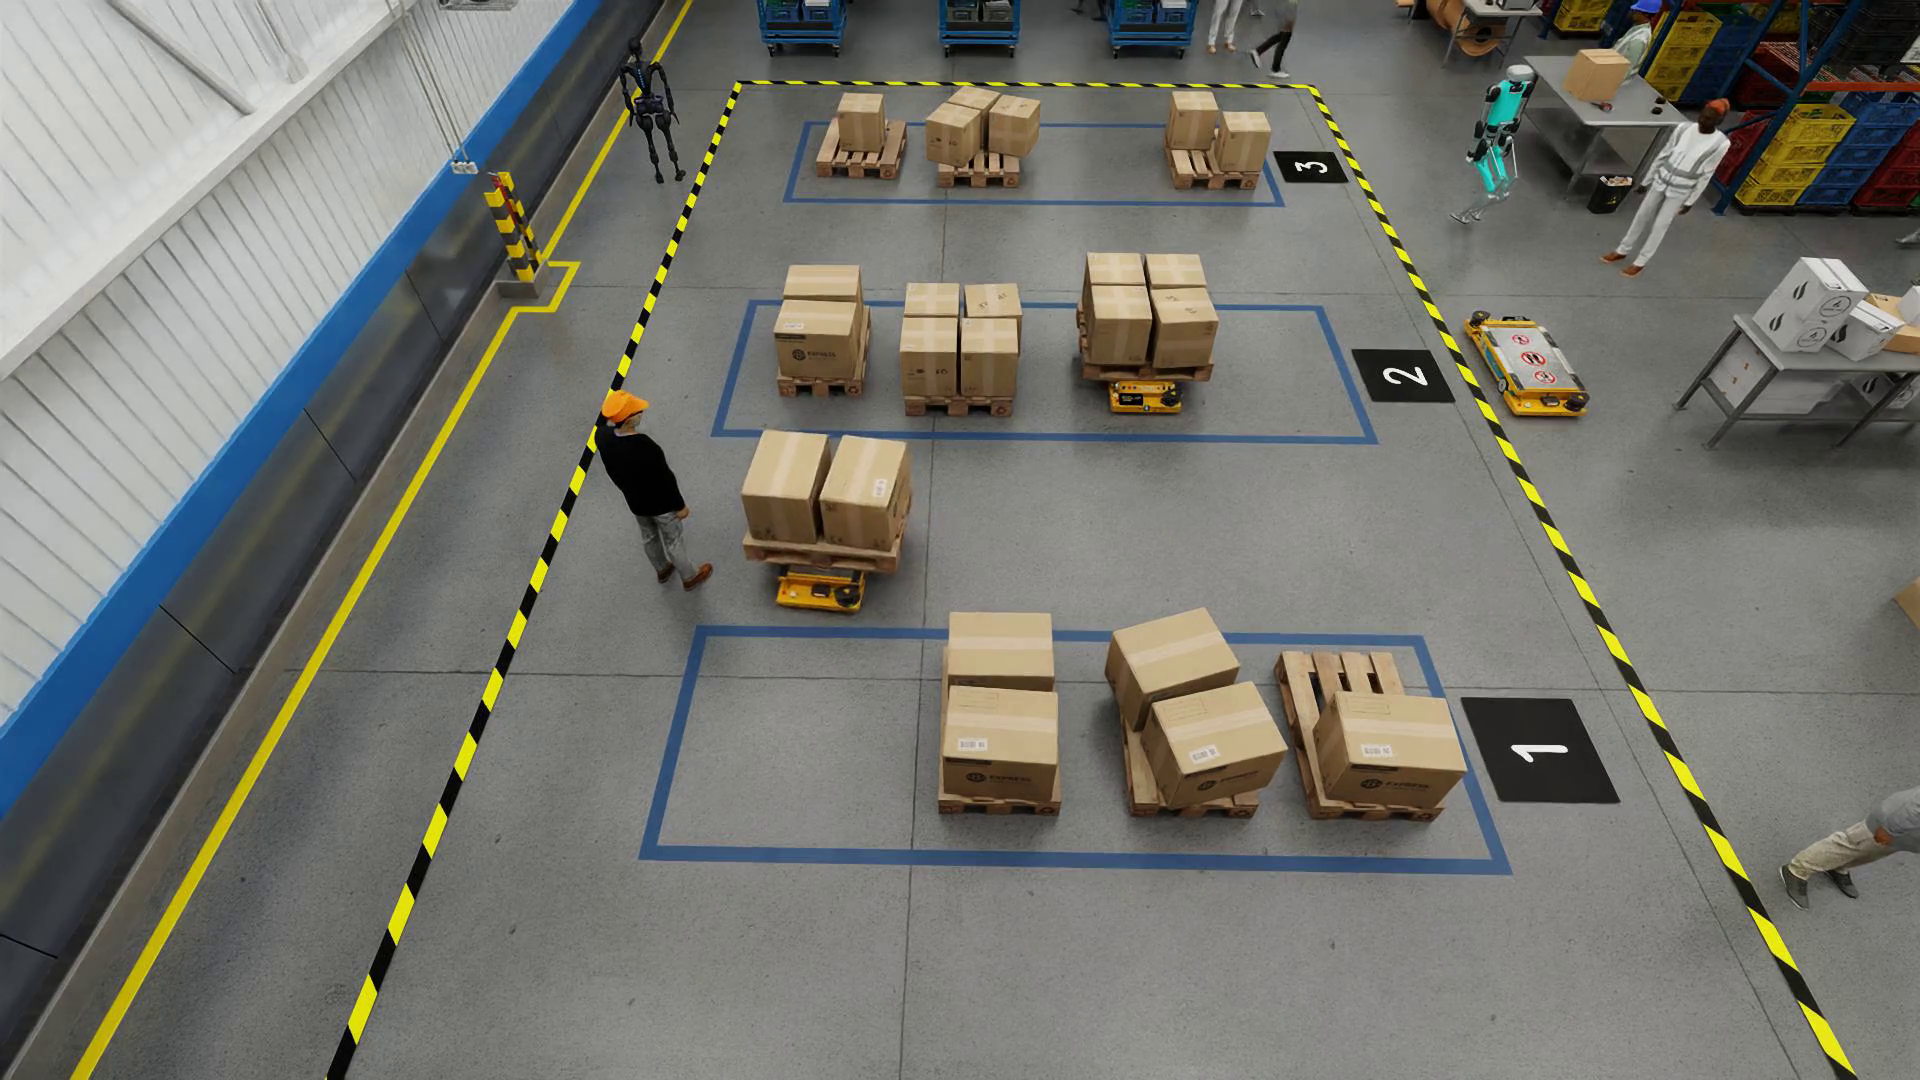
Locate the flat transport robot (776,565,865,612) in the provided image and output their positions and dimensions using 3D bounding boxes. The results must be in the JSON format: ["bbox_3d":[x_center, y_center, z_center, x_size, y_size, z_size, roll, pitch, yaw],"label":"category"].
[{"bbox_3d":[-1.039,-0.054,7.562,0.652,0.197,1.431,5,49,4],"label":"flat transport robot"}]

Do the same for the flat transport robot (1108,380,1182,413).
[{"bbox_3d":[1.773,-1.807,9.079,0.652,0.197,1.431,1,49,1],"label":"flat transport robot"}]

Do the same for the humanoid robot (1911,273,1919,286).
[{"bbox_3d":[10.569,-3.352,9.395,0.533,1.695,0.730,5,49,4],"label":"humanoid robot"}]

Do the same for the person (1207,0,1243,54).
[{"bbox_3d":[4.066,-8.255,13.638,0.632,1.842,0.429,-11,50,-10],"label":"person"}]

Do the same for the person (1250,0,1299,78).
[{"bbox_3d":[4.610,-7.528,13.012,0.529,1.836,0.593,4,49,3],"label":"person"}]

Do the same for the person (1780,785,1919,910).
[{"bbox_3d":[5.420,1.578,5.176,0.560,1.766,0.399,-7,49,-6],"label":"person"}]

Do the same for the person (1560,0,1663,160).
[{"bbox_3d":[8.078,-5.682,11.341,0.395,1.949,0.603,21,52,17],"label":"person"}]

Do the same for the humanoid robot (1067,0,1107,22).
[{"bbox_3d":[2.098,-9.153,14.538,0.722,1.635,0.600,9,50,8],"label":"humanoid robot"}]

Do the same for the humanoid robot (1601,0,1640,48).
[{"bbox_3d":[9.828,-7.812,13.363,0.503,1.642,0.589,-12,50,-11],"label":"humanoid robot"}]

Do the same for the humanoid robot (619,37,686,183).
[{"bbox_3d":[-3.733,-5.175,11.069,0.599,1.659,0.315,-7,49,-6],"label":"humanoid robot"}]

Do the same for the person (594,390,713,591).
[{"bbox_3d":[-2.269,-0.325,6.750,0.585,1.880,0.385,20,52,16],"label":"person"}]

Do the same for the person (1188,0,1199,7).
[{"bbox_3d":[3.823,-9.652,14.766,0.614,1.962,0.361,-26,54,-21],"label":"person"}]

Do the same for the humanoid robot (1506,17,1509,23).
[{"bbox_3d":[8.159,-8.161,13.665,0.610,1.637,0.452,24,53,19],"label":"humanoid robot"}]

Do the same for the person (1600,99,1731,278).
[{"bbox_3d":[7.489,-3.701,9.676,0.360,1.878,0.575,-20,52,-17],"label":"person"}]

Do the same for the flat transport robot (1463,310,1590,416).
[{"bbox_3d":[5.573,-1.757,9.054,0.659,0.231,1.431,1,49,1],"label":"flat transport robot"}]

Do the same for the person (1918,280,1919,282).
[{"bbox_3d":[9.317,-2.407,8.445,0.389,2.040,0.613,-32,56,-25],"label":"person"}]

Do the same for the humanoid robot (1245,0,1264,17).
[{"bbox_3d":[4.840,-9.237,14.634,0.747,1.904,0.571,-5,49,-4],"label":"humanoid robot"}]

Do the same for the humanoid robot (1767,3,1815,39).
[{"bbox_3d":[12.175,-7.913,13.461,0.574,1.643,0.599,-25,54,-20],"label":"humanoid robot"}]

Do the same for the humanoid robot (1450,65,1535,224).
[{"bbox_3d":[6.022,-4.308,10.202,0.533,1.677,0.735,-11,50,-10],"label":"humanoid robot"}]

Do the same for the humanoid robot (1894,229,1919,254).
[{"bbox_3d":[10.977,-3.858,9.973,0.756,1.894,0.563,2,49,2],"label":"humanoid robot"}]
